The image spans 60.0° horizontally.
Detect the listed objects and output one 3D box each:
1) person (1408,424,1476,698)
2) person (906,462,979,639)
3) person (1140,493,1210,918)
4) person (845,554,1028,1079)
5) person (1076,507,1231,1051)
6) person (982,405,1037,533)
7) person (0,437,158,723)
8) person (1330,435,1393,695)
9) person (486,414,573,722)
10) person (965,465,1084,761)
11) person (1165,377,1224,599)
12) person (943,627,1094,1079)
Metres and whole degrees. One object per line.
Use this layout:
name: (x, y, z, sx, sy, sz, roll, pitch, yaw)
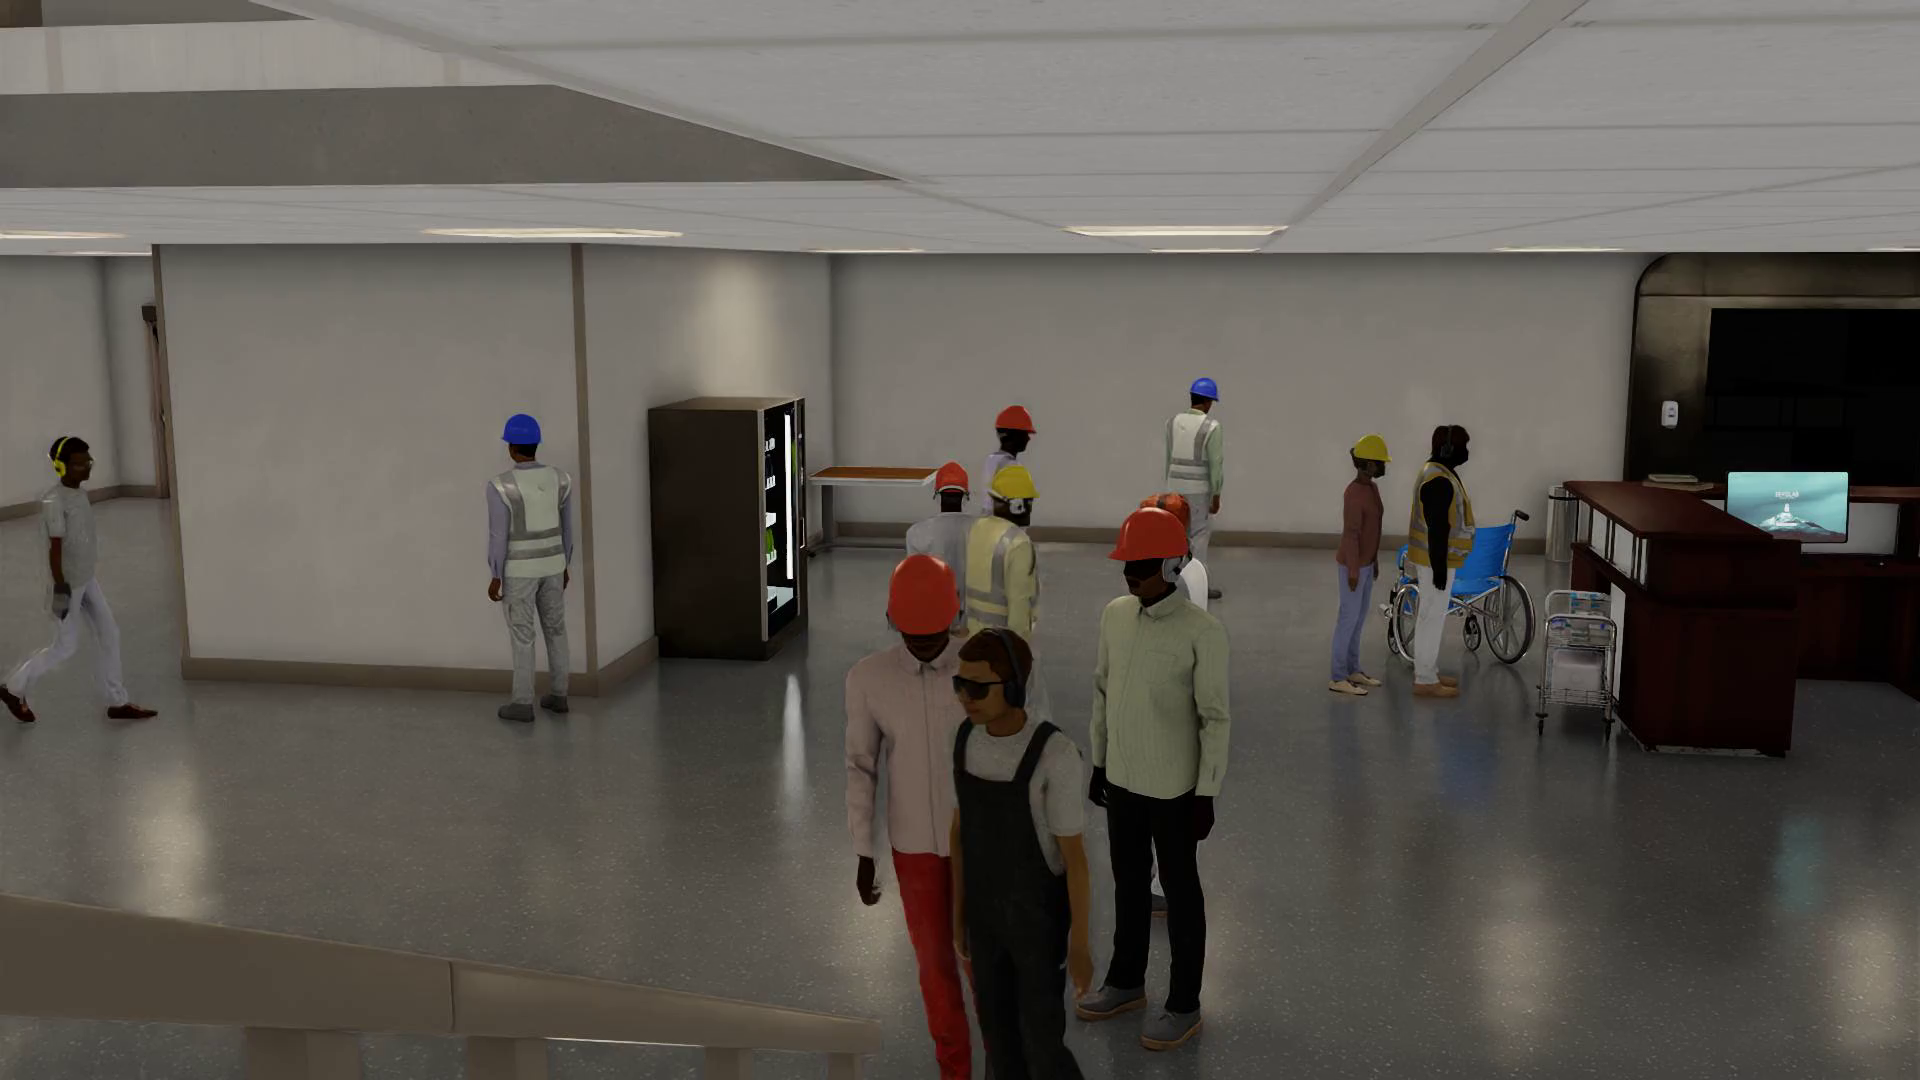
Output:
person: (3.226, 0.138, 11.154, 0.430, 1.835, 0.619, 3, 10, 20)
person: (-0.044, 0.421, 9.625, 0.562, 1.752, 0.324, -2, 9, -11)
person: (0.911, 0.725, 7.348, 0.356, 1.885, 0.572, 4, 10, 23)
person: (-0.056, 0.998, 5.452, 0.650, 1.952, 0.487, 1, 9, 8)
person: (0.707, 0.864, 6.150, 0.381, 1.993, 0.622, -8, 12, -40)
person: (0.338, 0.027, 11.526, 0.399, 1.926, 0.550, -3, 10, -16)
person: (-5.588, 0.261, 10.379, 0.869, 1.835, 0.547, -1, 9, -7)
person: (2.717, 0.163, 11.217, 0.342, 1.756, 0.518, 5, 10, 27)
person: (-2.720, 0.176, 10.536, 0.384, 1.951, 0.605, 8, 12, 40)
person: (0.245, 0.473, 9.236, 0.924, 1.789, 0.599, -6, 11, -33)
person: (2.059, -0.450, 14.510, 0.444, 1.924, 0.628, -9, 13, -42)
person: (0.183, 1.145, 4.989, 0.542, 1.822, 0.461, 9, 13, 43)
